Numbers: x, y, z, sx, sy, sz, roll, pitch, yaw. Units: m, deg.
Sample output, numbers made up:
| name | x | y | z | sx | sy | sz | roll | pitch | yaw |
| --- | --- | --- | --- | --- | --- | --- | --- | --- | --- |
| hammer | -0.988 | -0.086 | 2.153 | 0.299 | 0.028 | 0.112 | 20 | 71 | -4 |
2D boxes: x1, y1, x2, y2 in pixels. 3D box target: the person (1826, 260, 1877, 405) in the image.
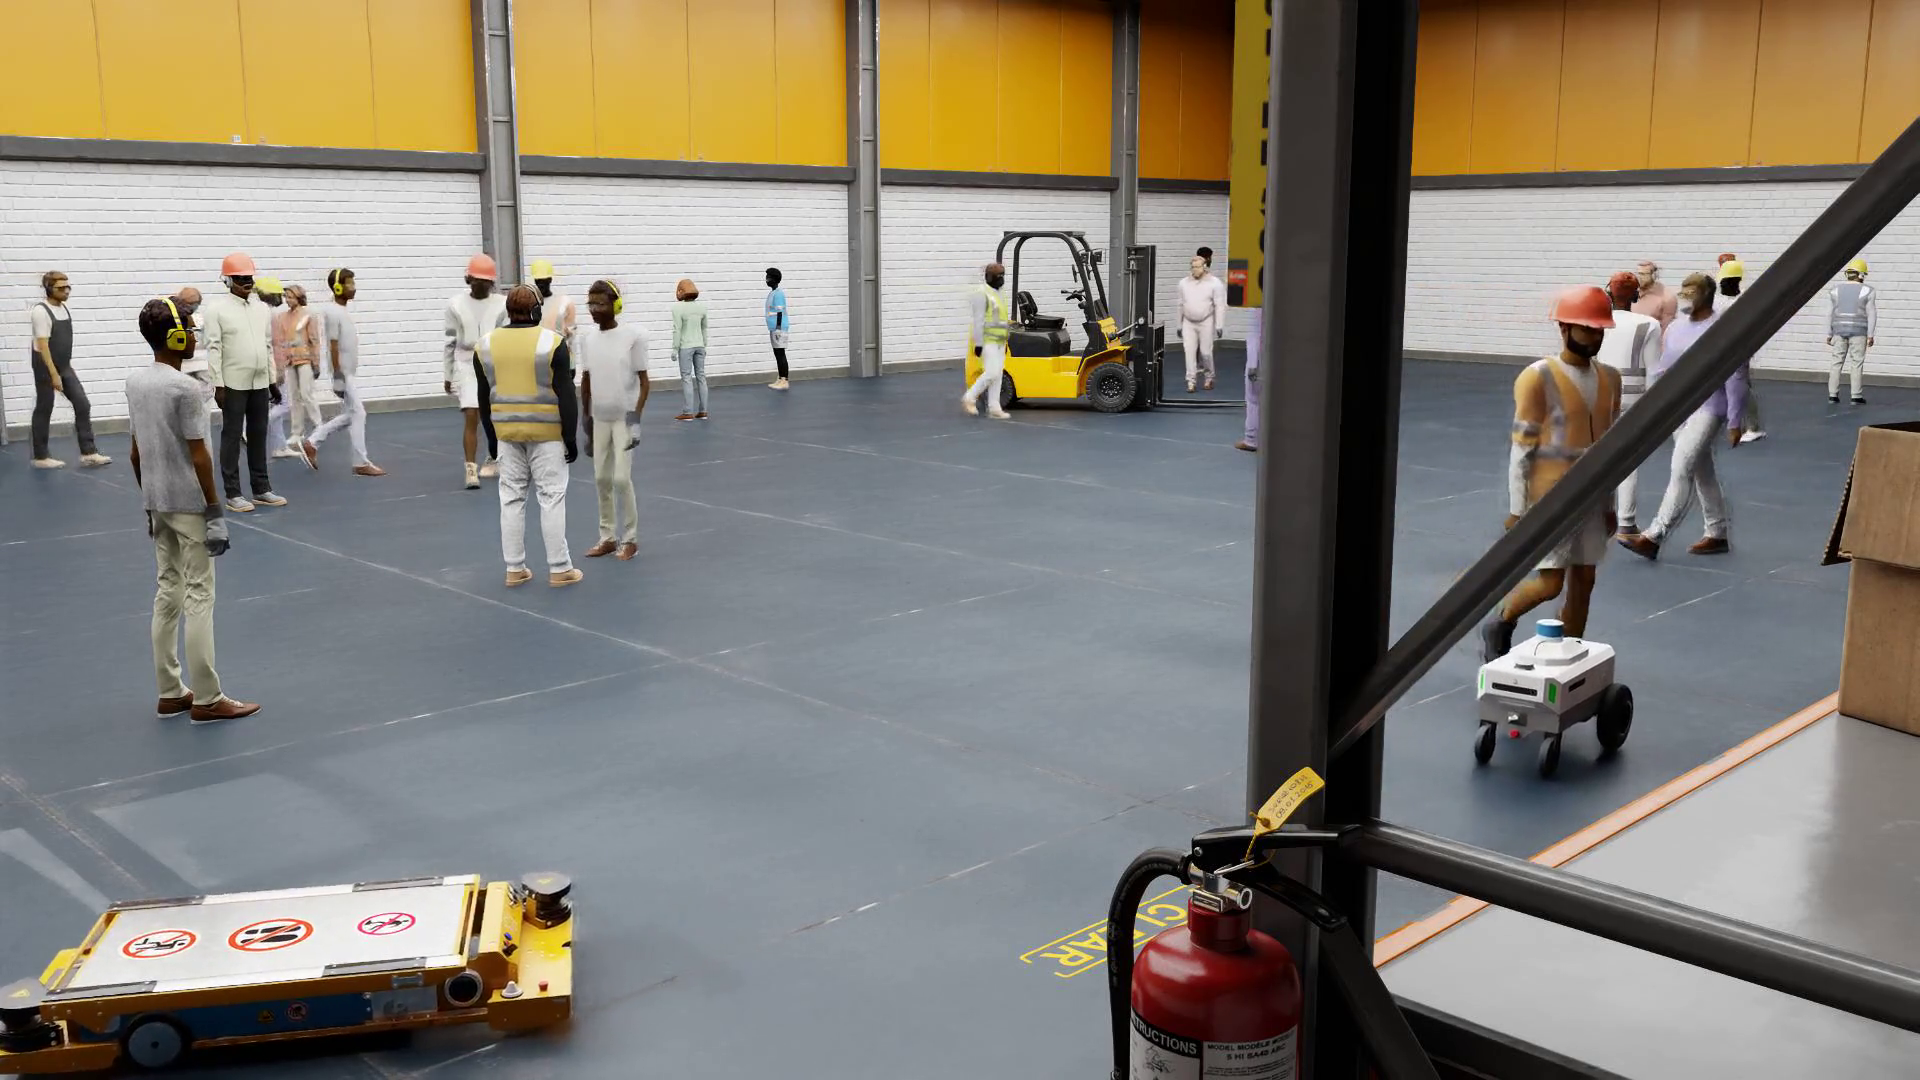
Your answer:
| name | x | y | z | sx | sy | sz | roll | pitch | yaw |
| --- | --- | --- | --- | --- | --- | --- | --- | --- | --- |
| person | 11.266 | -2.619 | 21.026 | 0.403 | 1.822 | 0.588 | -9 | 14 | -42 |

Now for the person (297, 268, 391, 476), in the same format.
| name | x | y | z | sx | sy | sz | roll | pitch | yaw |
| --- | --- | --- | --- | --- | --- | --- | --- | --- | --- |
| person | -5.497 | -1.468 | 14.690 | 0.738 | 1.847 | 0.534 | -1 | 10 | -7 |

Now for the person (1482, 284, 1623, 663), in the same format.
| name | x | y | z | sx | sy | sz | roll | pitch | yaw |
| --- | --- | --- | --- | --- | --- | --- | --- | --- | --- |
| person | 2.745 | -0.207 | 7.611 | 0.544 | 1.924 | 0.548 | -4 | 11 | -22 |

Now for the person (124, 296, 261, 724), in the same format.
| name | x | y | z | sx | sy | sz | roll | pitch | yaw |
| --- | --- | --- | --- | --- | --- | --- | --- | --- | --- |
| person | -3.397 | -0.123 | 7.293 | 0.513 | 1.868 | 0.328 | 6 | 12 | 30 |

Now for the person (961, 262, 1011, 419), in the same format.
| name | x | y | z | sx | sy | sz | roll | pitch | yaw |
| --- | --- | --- | --- | --- | --- | --- | --- | --- | --- |
| person | 0.351 | -2.305 | 19.318 | 0.481 | 1.826 | 0.625 | 5 | 12 | 26 |

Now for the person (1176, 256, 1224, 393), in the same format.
| name | x | y | z | sx | sy | sz | roll | pitch | yaw |
| --- | --- | --- | --- | --- | --- | --- | --- | --- | --- |
| person | 3.264 | -2.949 | 22.766 | 0.687 | 1.852 | 0.774 | 4 | 11 | 20 |

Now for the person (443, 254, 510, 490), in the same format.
| name | x | y | z | sx | sy | sz | roll | pitch | yaw |
| --- | --- | --- | --- | --- | --- | --- | --- | --- | --- |
| person | -4.107 | -1.458 | 14.287 | 0.640 | 1.983 | 1.018 | -2 | 11 | -12 |

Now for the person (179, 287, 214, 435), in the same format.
| name | x | y | z | sx | sy | sz | roll | pitch | yaw |
| --- | --- | --- | --- | --- | --- | --- | --- | --- | --- |
| person | -7.544 | -1.682 | 16.445 | 0.528 | 1.623 | 0.516 | -3 | 11 | -14 |

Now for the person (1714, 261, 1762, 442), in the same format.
| name | x | y | z | sx | sy | sz | roll | pitch | yaw |
| --- | --- | --- | --- | --- | --- | --- | --- | --- | --- |
| person | 7.924 | -1.921 | 17.097 | 0.982 | 1.878 | 0.591 | -4 | 11 | -20 |

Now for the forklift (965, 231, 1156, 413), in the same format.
| name | x | y | z | sx | sy | sz | roll | pitch | yaw |
| --- | --- | --- | --- | --- | --- | --- | --- | --- | --- |
| forklift | 1.222 | -2.721 | 20.561 | 2.313 | 2.155 | 1.214 | 2 | 11 | 13 |

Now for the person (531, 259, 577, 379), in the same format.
| name | x | y | z | sx | sy | sz | roll | pitch | yaw |
| --- | --- | --- | --- | --- | --- | --- | --- | --- | --- |
| person | -3.954 | -1.693 | 15.757 | 0.599 | 1.904 | 0.709 | 0 | 10 | -2 |

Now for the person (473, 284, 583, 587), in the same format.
| name | x | y | z | sx | sy | sz | roll | pitch | yaw |
| --- | --- | --- | --- | --- | --- | --- | --- | --- | --- |
| person | -2.602 | -0.627 | 10.108 | 0.624 | 1.844 | 0.429 | 2 | 11 | 10 |

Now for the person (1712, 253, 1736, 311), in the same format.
| name | x | y | z | sx | sy | sz | roll | pitch | yaw |
| --- | --- | --- | --- | --- | --- | --- | --- | --- | --- |
| person | 10.448 | -2.971 | 22.775 | 0.355 | 1.885 | 0.575 | 7 | 13 | 35 |

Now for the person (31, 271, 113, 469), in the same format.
| name | x | y | z | sx | sy | sz | roll | pitch | yaw |
| --- | --- | --- | --- | --- | --- | --- | --- | --- | --- |
| person | -8.159 | -1.533 | 15.130 | 0.806 | 1.803 | 0.514 | 1 | 10 | 7 |

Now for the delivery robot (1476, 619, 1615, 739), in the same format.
| name | x | y | z | sx | sy | sz | roll | pitch | yaw |
| --- | --- | --- | --- | --- | --- | --- | --- | --- | --- |
| delivery robot | 2.412 | 0.570 | 6.833 | 0.477 | 0.478 | 0.707 | 9 | 14 | 39 |

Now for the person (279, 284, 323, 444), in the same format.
| name | x | y | z | sx | sy | sz | roll | pitch | yaw |
| --- | --- | --- | --- | --- | --- | --- | --- | --- | --- |
| person | -6.761 | -1.790 | 17.013 | 0.536 | 1.638 | 0.332 | 5 | 12 | 26 |

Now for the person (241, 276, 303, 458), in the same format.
| name | x | y | z | sx | sy | sz | roll | pitch | yaw |
| --- | --- | --- | --- | --- | --- | --- | --- | --- | --- |
| person | -6.587 | -1.619 | 15.783 | 0.530 | 1.752 | 0.583 | 10 | 14 | 42 |

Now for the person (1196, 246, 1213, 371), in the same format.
| name | x | y | z | sx | sy | sz | roll | pitch | yaw |
| --- | --- | --- | --- | --- | --- | --- | --- | --- | --- |
| person | 3.790 | -3.634 | 26.206 | 0.388 | 1.957 | 0.614 | 4 | 11 | 21 |

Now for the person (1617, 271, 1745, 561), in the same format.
| name | x | y | z | sx | sy | sz | roll | pitch | yaw |
| --- | --- | --- | --- | --- | --- | --- | --- | --- | --- |
| person | 4.765 | -0.807 | 10.963 | 1.004 | 1.886 | 0.656 | -3 | 11 | -17 |

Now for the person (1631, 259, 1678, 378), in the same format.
| name | x | y | z | sx | sy | sz | roll | pitch | yaw |
| --- | --- | --- | --- | --- | --- | --- | --- | --- | --- |
| person | 7.053 | -1.942 | 17.163 | 0.490 | 1.893 | 0.648 | -9 | 13 | -39 |

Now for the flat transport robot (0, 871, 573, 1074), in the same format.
| name | x | y | z | sx | sy | sz | roll | pitch | yaw |
| --- | --- | --- | --- | --- | --- | --- | --- | --- | --- |
| flat transport robot | -1.809 | 1.169 | 4.599 | 1.431 | 0.197 | 0.652 | -2 | 11 | -12 |

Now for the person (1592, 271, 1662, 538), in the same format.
| name | x | y | z | sx | sy | sz | roll | pitch | yaw |
| --- | --- | --- | --- | --- | --- | --- | --- | --- | --- |
| person | 4.631 | -0.948 | 11.738 | 0.579 | 1.884 | 0.352 | 7 | 12 | 32 |

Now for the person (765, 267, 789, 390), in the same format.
| name | x | y | z | sx | sy | sz | roll | pitch | yaw |
| --- | --- | --- | --- | --- | --- | --- | --- | --- | --- |
| person | -2.542 | -2.930 | 23.082 | 0.321 | 1.690 | 0.536 | -3 | 11 | -18 |

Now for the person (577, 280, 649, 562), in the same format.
| name | x | y | z | sx | sy | sz | roll | pitch | yaw |
| --- | --- | --- | --- | --- | --- | --- | --- | --- | --- |
| person | -2.287 | -0.765 | 10.926 | 0.524 | 1.839 | 0.495 | 3 | 11 | 18 |

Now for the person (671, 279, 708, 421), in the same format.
| name | x | y | z | sx | sy | sz | roll | pitch | yaw |
| --- | --- | --- | --- | --- | --- | --- | --- | --- | --- |
| person | -3.122 | -2.196 | 19.233 | 0.288 | 1.633 | 0.497 | 9 | 14 | 41 |

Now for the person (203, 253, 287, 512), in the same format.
| name | x | y | z | sx | sy | sz | roll | pitch | yaw |
| --- | --- | --- | --- | --- | --- | --- | --- | --- | --- |
| person | -5.568 | -1.228 | 12.963 | 0.379 | 1.996 | 0.610 | 5 | 12 | 25 |

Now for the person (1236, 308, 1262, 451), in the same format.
| name | x | y | z | sx | sy | sz | roll | pitch | yaw |
| --- | --- | --- | --- | --- | --- | --- | --- | --- | --- |
| person | 3.070 | -1.759 | 16.210 | 0.643 | 1.876 | 0.853 | -5 | 11 | -25 |
